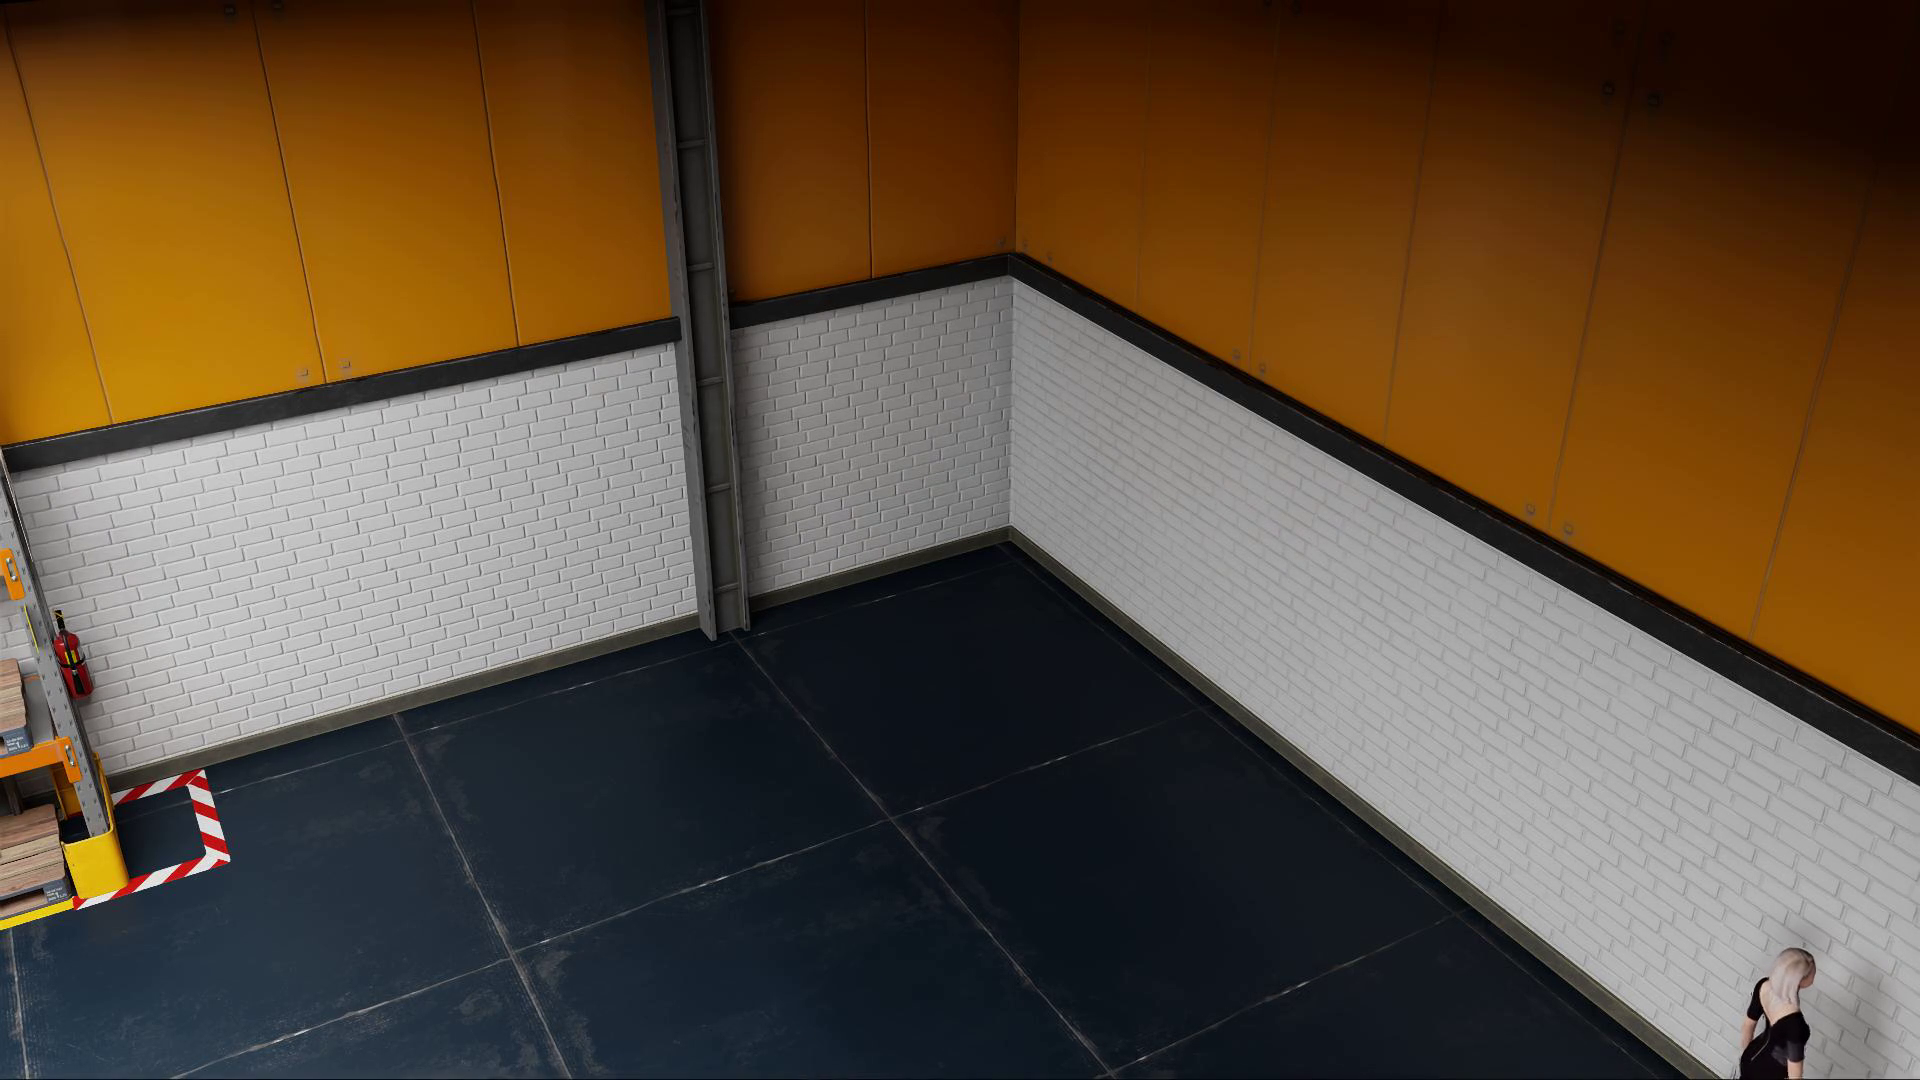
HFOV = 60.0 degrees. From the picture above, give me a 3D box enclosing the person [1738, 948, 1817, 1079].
[{"bbox_3d":[4.520,3.035,9.400,0.637,1.829,0.662,-3,29,-6],"label":"person"}]
